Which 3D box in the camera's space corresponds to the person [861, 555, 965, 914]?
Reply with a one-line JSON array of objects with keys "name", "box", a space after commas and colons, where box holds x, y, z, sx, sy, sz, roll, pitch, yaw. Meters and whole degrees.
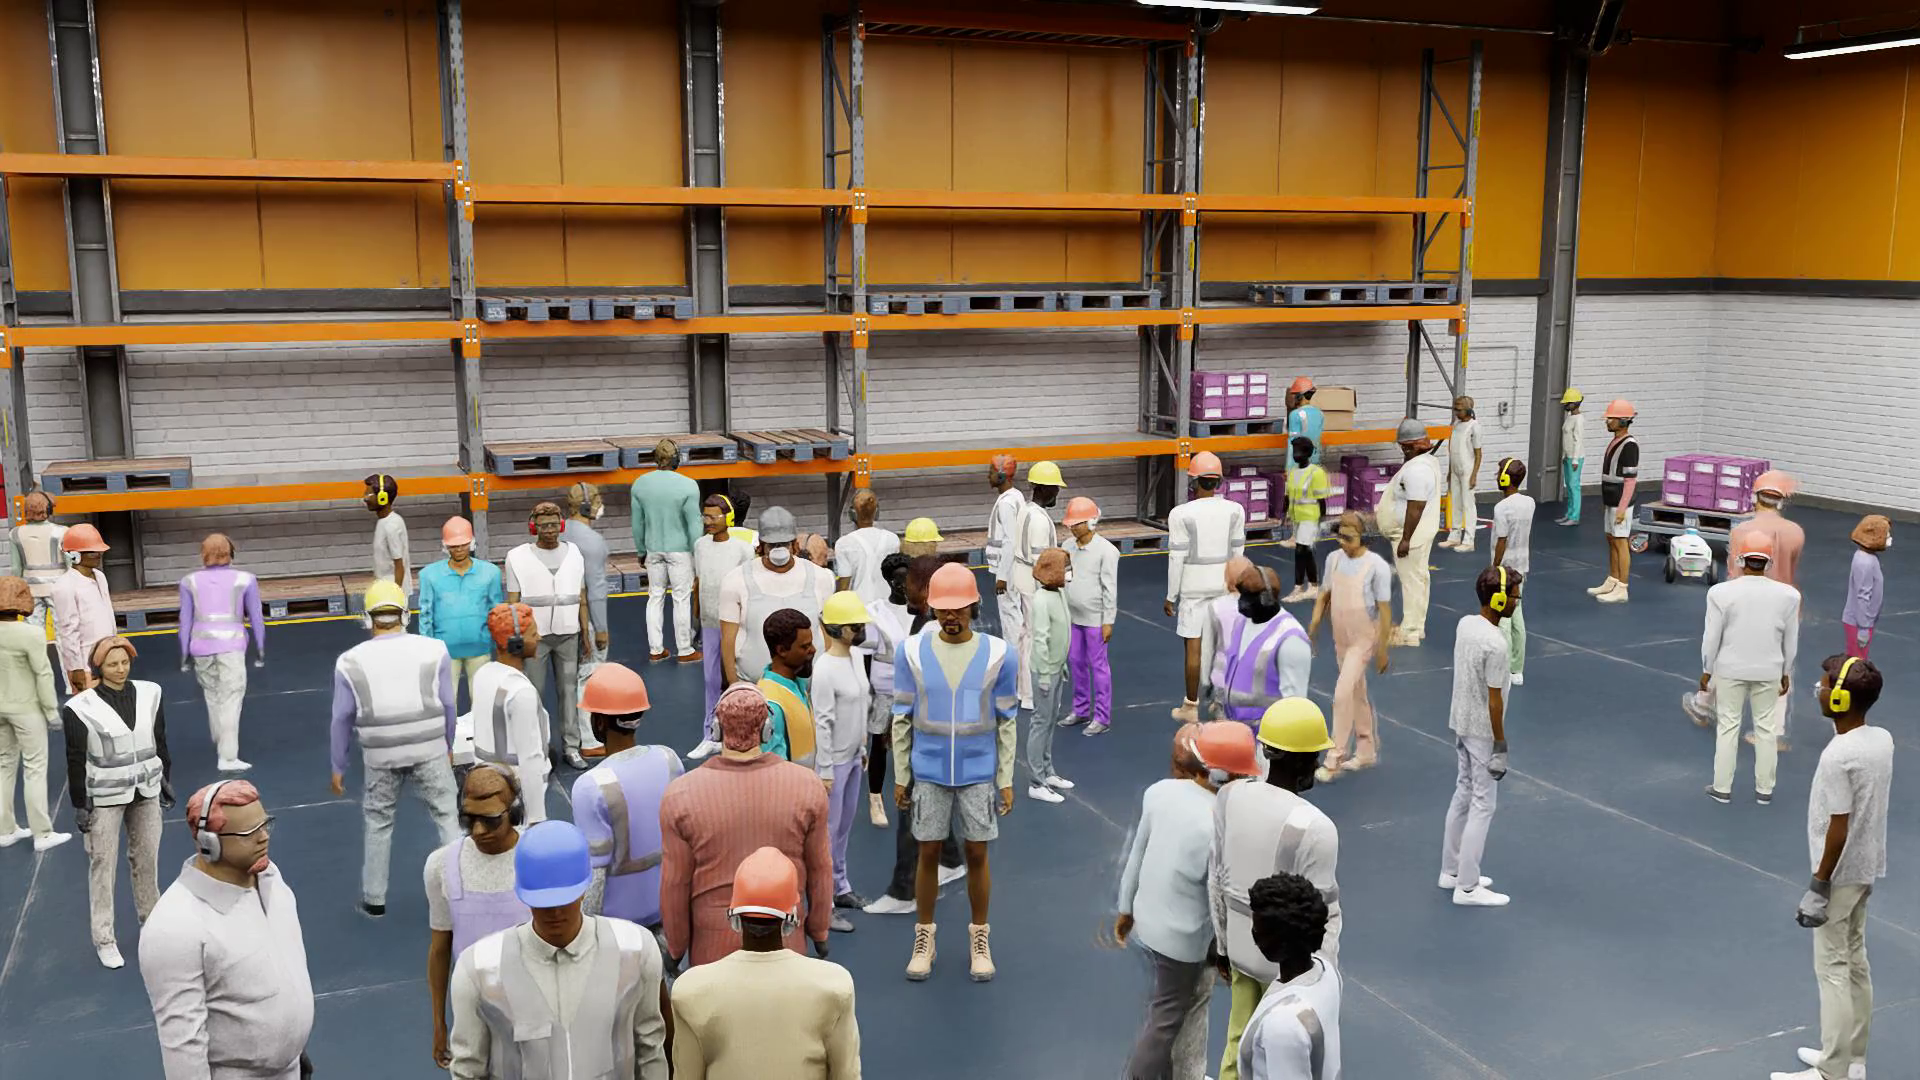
[{"name": "person", "box": [-0.227, 1.034, 8.992, 0.575, 1.911, 0.609, -3, 10, -14]}]

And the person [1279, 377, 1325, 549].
[{"name": "person", "box": [4.035, -0.910, 19.695, 0.396, 2.036, 0.600, 10, 14, 44]}]

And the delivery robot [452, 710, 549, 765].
[{"name": "delivery robot", "box": [-3.110, 1.280, 11.047, 0.707, 0.478, 0.477, -6, 11, -30]}]

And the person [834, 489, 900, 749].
[{"name": "person", "box": [-0.659, 0.556, 11.772, 0.516, 1.843, 0.327, -6, 12, -31]}]

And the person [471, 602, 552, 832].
[{"name": "person", "box": [-2.092, 1.222, 7.827, 0.360, 1.882, 0.575, -7, 12, -36]}]

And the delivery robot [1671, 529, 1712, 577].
[{"name": "delivery robot", "box": [7.788, 0.122, 17.719, 0.477, 0.478, 0.707, 3, 10, 18]}]

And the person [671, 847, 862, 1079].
[{"name": "person", "box": [-0.575, 1.775, 5.012, 0.571, 1.751, 0.329, -1, 10, -6]}]

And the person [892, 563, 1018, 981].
[{"name": "person", "box": [-0.026, 1.113, 7.994, 0.607, 2.044, 0.376, 0, 10, 2]}]

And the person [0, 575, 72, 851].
[{"name": "person", "box": [-5.535, 1.014, 9.775, 0.506, 1.628, 0.278, 3, 10, 16]}]

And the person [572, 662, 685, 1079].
[{"name": "person", "box": [-1.313, 1.429, 6.480, 0.358, 1.937, 0.548, 6, 11, 29]}]

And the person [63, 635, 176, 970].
[{"name": "person", "box": [-4.143, 1.273, 8.233, 0.306, 1.639, 0.523, 6, 12, 32]}]

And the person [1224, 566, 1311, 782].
[{"name": "person", "box": [1.654, 1.039, 9.047, 0.430, 1.832, 0.642, -3, 10, -17]}]

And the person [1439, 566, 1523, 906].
[{"name": "person", "box": [2.806, 1.047, 8.929, 0.337, 1.856, 0.524, -1, 10, -6]}]

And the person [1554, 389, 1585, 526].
[{"name": "person", "box": [7.829, -1.056, 21.322, 0.338, 1.761, 0.524, 1, 10, 6]}]

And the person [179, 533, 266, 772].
[{"name": "person", "box": [-5.034, 0.764, 11.331, 0.532, 1.590, 0.729, -2, 10, -9]}]

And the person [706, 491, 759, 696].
[{"name": "person", "box": [-1.693, 0.468, 12.707, 0.540, 1.695, 0.317, 0, 10, -2]}]

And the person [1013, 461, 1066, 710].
[{"name": "person", "box": [0.609, 0.349, 12.760, 0.398, 1.920, 0.586, -1, 10, -6]}]

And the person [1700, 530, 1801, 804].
[{"name": "person", "box": [5.006, 0.807, 10.584, 0.564, 1.752, 0.338, 2, 10, 13]}]

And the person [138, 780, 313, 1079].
[{"name": "person", "box": [-2.211, 1.670, 5.176, 0.407, 1.910, 0.639, 1, 10, 5]}]

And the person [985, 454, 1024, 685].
[{"name": "person", "box": [0.378, 0.237, 13.496, 0.337, 1.882, 0.583, 1, 10, 7]}]

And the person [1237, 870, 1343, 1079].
[{"name": "person", "box": [0.984, 1.812, 4.978, 0.319, 1.693, 0.533, 4, 11, 22]}]

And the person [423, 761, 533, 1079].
[{"name": "person", "box": [-1.545, 1.626, 5.653, 0.516, 1.835, 0.358, 0, 10, -1]}]

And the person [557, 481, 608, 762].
[{"name": "person", "box": [-2.607, 0.556, 11.506, 0.372, 1.939, 0.629, -8, 12, -37]}]

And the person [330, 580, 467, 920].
[{"name": "person", "box": [-2.873, 1.117, 8.692, 0.791, 1.800, 0.544, -3, 10, -16]}]

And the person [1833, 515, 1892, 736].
[{"name": "person", "box": [6.510, 0.623, 11.997, 0.265, 1.632, 0.507, 5, 11, 28]}]

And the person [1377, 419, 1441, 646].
[{"name": "person", "box": [4.000, -0.082, 14.883, 0.535, 2.000, 0.674, 5, 11, 26]}]

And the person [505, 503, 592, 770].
[{"name": "person", "box": [-2.759, 0.654, 11.201, 0.566, 1.847, 0.390, -6, 11, -30]}]

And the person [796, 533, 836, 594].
[{"name": "person", "box": [-0.985, 0.761, 11.182, 0.305, 1.639, 0.522, 3, 10, 19]}]

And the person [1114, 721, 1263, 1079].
[{"name": "person", "box": [0.891, 1.533, 6.549, 0.629, 1.697, 0.582, -4, 11, -24]}]

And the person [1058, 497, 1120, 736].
[{"name": "person", "box": [0.904, 0.546, 12.146, 0.355, 1.737, 0.577, -8, 13, -38]}]

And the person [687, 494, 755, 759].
[{"name": "person", "box": [-1.638, 0.604, 11.422, 0.517, 1.874, 0.328, 5, 11, 26]}]

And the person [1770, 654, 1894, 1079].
[{"name": "person", "box": [3.631, 1.392, 6.884, 0.514, 1.871, 0.327, -8, 13, -39]}]

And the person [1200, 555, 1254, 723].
[{"name": "person", "box": [1.733, 0.917, 10.359, 0.534, 1.613, 0.560, 4, 11, 22]}]

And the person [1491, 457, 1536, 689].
[{"name": "person", "box": [4.386, 0.268, 13.363, 0.512, 1.873, 0.329, -9, 13, -41]}]

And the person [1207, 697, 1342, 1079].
[{"name": "person", "box": [1.161, 1.508, 6.051, 0.383, 1.924, 0.594, -7, 12, -34]}]

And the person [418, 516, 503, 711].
[{"name": "person", "box": [-3.337, 0.704, 11.177, 0.563, 1.753, 0.335, -4, 11, -21]}]

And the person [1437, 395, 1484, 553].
[{"name": "person", "box": [5.882, -0.775, 19.459, 0.344, 1.841, 0.506, -3, 10, -19]}]

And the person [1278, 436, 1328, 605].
[{"name": "person", "box": [3.360, -0.194, 16.574, 0.692, 1.664, 0.550, -5, 11, -27]}]

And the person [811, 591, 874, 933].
[{"name": "person", "box": [-0.603, 1.133, 8.669, 0.325, 1.770, 0.528, 3, 10, 19]}]

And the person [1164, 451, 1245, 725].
[{"name": "person", "box": [1.798, 0.361, 12.325, 0.605, 2.045, 0.377, -3, 10, -17]}]

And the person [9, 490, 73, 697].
[{"name": "person", "box": [-7.175, 0.429, 13.091, 0.514, 1.642, 0.311, 0, 10, -2]}]

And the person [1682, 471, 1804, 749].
[{"name": "person", "box": [5.687, 0.475, 11.974, 0.629, 1.934, 0.983, -2, 10, -11]}]

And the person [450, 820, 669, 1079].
[{"name": "person", "box": [-1.127, 1.724, 4.750, 0.615, 1.945, 0.404, -4, 11, -20]}]

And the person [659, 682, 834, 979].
[{"name": "person", "box": [-0.805, 1.476, 6.299, 0.650, 1.906, 0.401, -2, 10, -13]}]

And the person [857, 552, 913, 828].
[{"name": "person", "box": [-0.370, 0.907, 10.177, 0.541, 1.695, 0.315, -5, 11, -27]}]

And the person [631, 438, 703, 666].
[{"name": "person", "box": [-2.463, 0.105, 14.099, 0.638, 1.938, 0.356, 3, 10, 17]}]

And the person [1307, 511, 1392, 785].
[{"name": "person", "box": [2.519, 0.701, 11.024, 0.822, 1.807, 0.537, -5, 11, -27]}]

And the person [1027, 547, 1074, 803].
[{"name": "person", "box": [0.588, 0.848, 10.695, 0.278, 1.634, 0.498, 3, 10, 17]}]

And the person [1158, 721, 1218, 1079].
[{"name": "person", "box": [0.947, 1.533, 6.735, 0.308, 1.641, 0.514, -1, 10, -7]}]

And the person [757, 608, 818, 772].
[{"name": "person", "box": [-0.804, 1.248, 7.574, 0.390, 1.919, 0.591, 0, 10, -1]}]

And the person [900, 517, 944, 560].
[{"name": "person", "box": [-0.264, 0.710, 11.180, 0.315, 1.742, 0.492, -3, 10, -18]}]

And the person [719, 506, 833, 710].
[{"name": "person", "box": [-1.047, 0.806, 9.772, 0.682, 2.000, 0.537, -3, 10, -17]}]

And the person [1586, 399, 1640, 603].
[{"name": "person", "box": [6.561, -0.390, 16.652, 0.381, 2.045, 0.605, 1, 10, 7]}]

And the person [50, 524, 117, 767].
[{"name": "person", "box": [-5.665, 0.759, 10.868, 0.329, 1.751, 0.563, -1, 10, -5]}]

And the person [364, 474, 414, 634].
[{"name": "person", "box": [-4.249, 0.433, 12.410, 0.330, 1.872, 0.512, -4, 11, -22]}]
